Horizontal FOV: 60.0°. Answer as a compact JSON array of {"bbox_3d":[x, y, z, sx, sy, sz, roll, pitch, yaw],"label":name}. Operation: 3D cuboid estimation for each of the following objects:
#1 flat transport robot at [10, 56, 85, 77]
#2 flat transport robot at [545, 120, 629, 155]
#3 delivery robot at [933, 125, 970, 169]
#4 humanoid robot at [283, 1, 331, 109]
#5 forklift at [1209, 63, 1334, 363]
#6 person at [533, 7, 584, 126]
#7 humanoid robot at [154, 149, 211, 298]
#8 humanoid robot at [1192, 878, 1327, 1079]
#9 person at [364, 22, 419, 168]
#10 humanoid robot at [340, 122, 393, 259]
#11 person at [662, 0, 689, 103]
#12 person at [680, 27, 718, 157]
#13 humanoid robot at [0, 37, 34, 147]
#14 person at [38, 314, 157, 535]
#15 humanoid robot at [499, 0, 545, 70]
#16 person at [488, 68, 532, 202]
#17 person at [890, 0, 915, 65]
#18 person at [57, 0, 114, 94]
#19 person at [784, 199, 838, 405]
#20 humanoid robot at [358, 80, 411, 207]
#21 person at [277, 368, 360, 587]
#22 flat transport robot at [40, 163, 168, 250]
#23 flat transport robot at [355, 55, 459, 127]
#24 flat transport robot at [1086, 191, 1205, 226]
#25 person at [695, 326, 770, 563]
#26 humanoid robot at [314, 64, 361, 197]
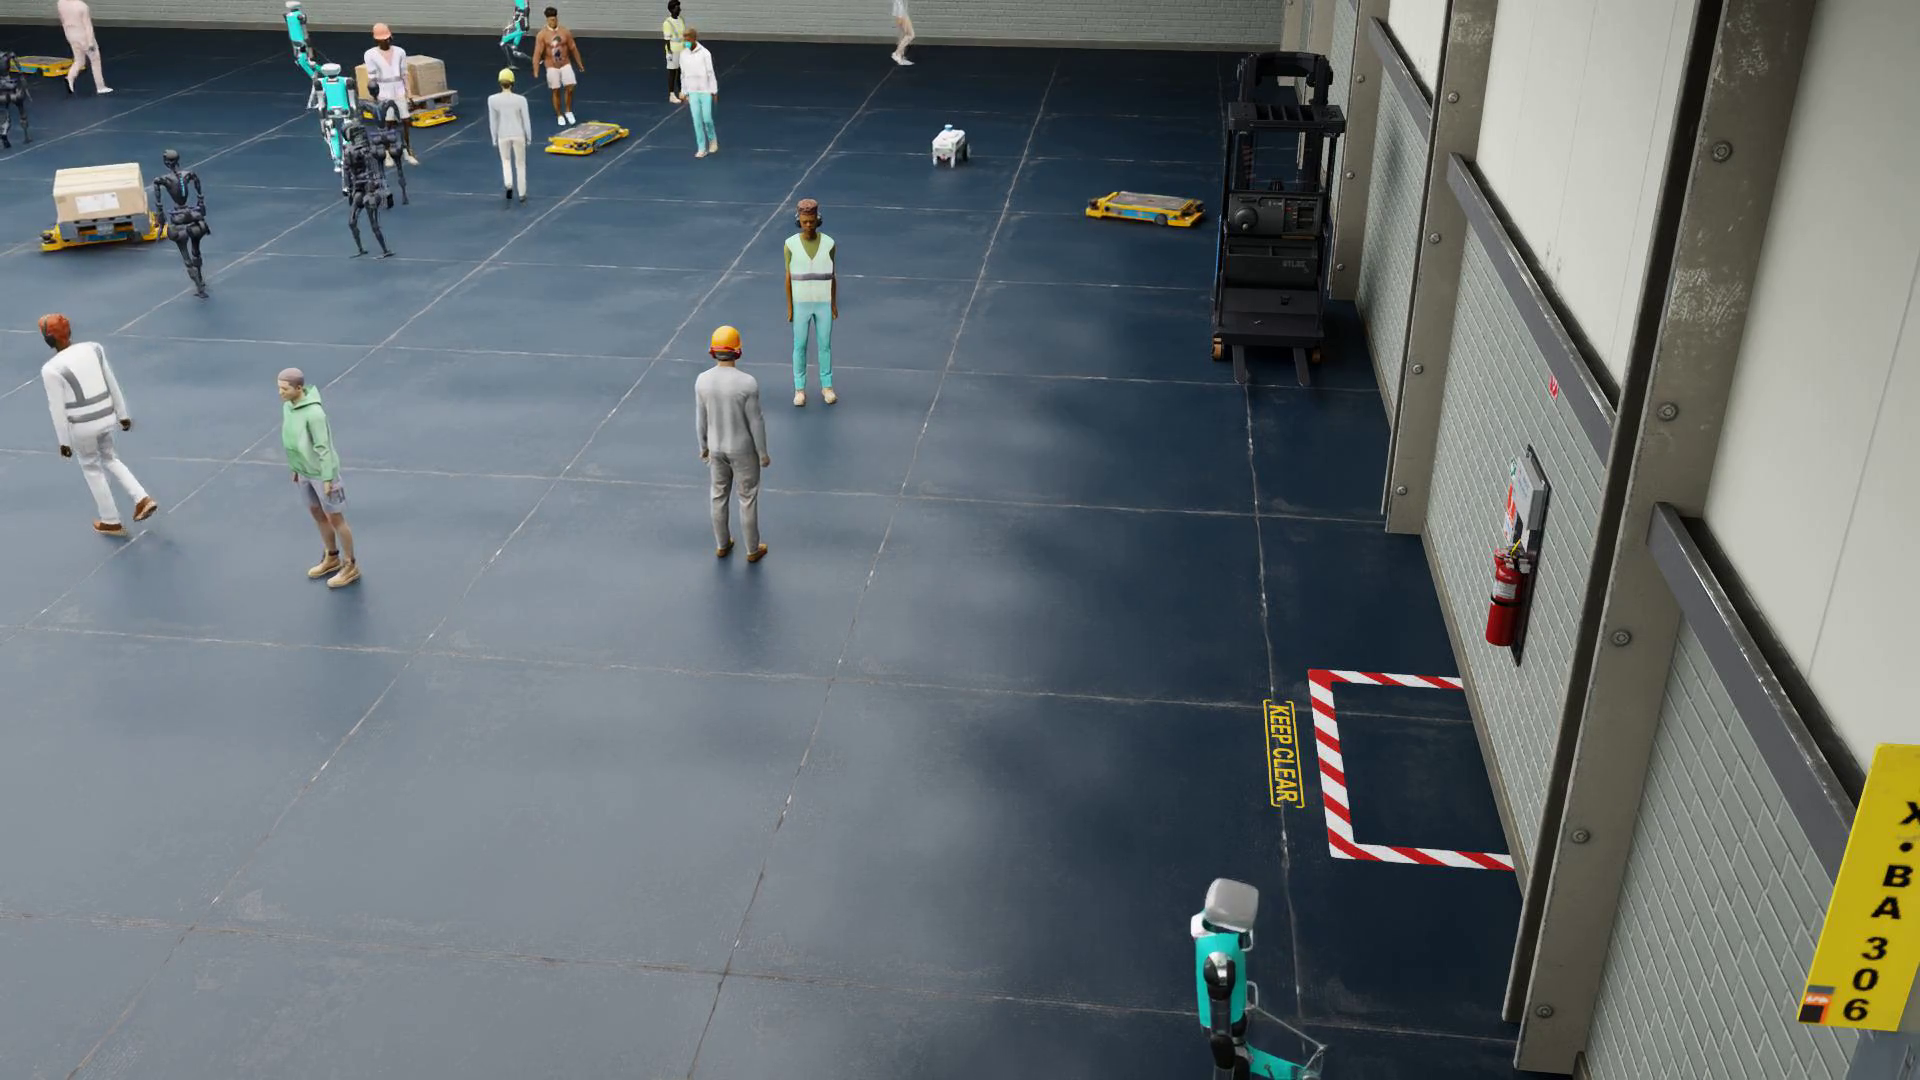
[{"bbox_3d":[-16.856,-8.674,30.454,1.431,0.231,0.659,9,28,18],"label":"flat transport robot"},{"bbox_3d":[-5.691,-6.138,25.393,0.659,0.231,1.431,8,28,16],"label":"flat transport robot"},{"bbox_3d":[-0.161,-5.769,24.331,0.499,0.590,0.793,6,27,12],"label":"delivery robot"},{"bbox_3d":[-10.674,-7.978,27.468,0.542,1.837,0.667,19,32,33],"label":"humanoid robot"},{"bbox_3d":[3.241,-3.477,17.183,1.129,2.768,1.873,3,27,6],"label":"forklift"},{"bbox_3d":[-6.364,-7.498,26.344,0.819,1.838,0.527,-11,29,-20],"label":"person"},{"bbox_3d":[-8.784,-3.581,18.730,0.622,1.642,0.600,21,33,35],"label":"humanoid robot"},{"bbox_3d":[1.276,2.205,7.101,1.003,1.736,0.545,3,27,6],"label":"humanoid robot"},{"bbox_3d":[-8.184,-6.409,23.961,0.615,2.041,0.386,-21,33,-35],"label":"person"},{"bbox_3d":[-7.162,-4.151,19.871,0.589,1.642,0.586,20,33,34],"label":"humanoid robot"},{"bbox_3d":[-4.764,-8.219,27.960,0.322,1.688,0.528,13,29,24],"label":"person"},{"bbox_3d":[-3.833,-6.582,24.472,0.558,1.891,0.418,6,27,11],"label":"person"},{"bbox_3d":[-14.412,-6.788,25.124,0.602,1.637,0.597,-1,27,-3],"label":"humanoid robot"},{"bbox_3d":[-6.844,-0.900,13.148,0.488,1.866,0.603,9,28,17],"label":"person"},{"bbox_3d":[-8.057,-9.323,30.103,1.019,1.726,0.541,-17,31,-31],"label":"humanoid robot"},{"bbox_3d":[-6.002,-5.415,22.283,0.545,1.755,0.377,-3,27,-6],"label":"person"},{"bbox_3d":[-1.053,-9.731,30.792,0.470,1.864,0.506,-2,27,-5],"label":"person"},{"bbox_3d":[-15.047,-8.546,28.405,0.662,1.878,0.747,8,28,16],"label":"person"},{"bbox_3d":[-1.403,-2.252,15.728,0.488,1.977,0.392,-6,27,-12],"label":"person"},{"bbox_3d":[-7.603,-5.245,22.039,0.590,1.637,0.473,-9,28,-17],"label":"humanoid robot"},{"bbox_3d":[-4.827,-0.484,12.471,0.464,1.731,0.333,18,31,31],"label":"person"},{"bbox_3d":[-10.733,-3.886,20.896,1.431,0.231,0.659,-12,29,-22],"label":"flat transport robot"},{"bbox_3d":[-8.920,-6.900,26.913,1.431,0.231,0.659,16,31,28],"label":"flat transport robot"},{"bbox_3d":[2.437,-4.346,21.814,1.431,0.231,0.659,12,29,22],"label":"flat transport robot"},{"bbox_3d":[-1.746,-0.728,12.788,0.569,1.889,0.389,7,28,14],"label":"person"},{"bbox_3d":[-8.408,-5.475,22.480,0.529,1.768,1.034,-4,27,-8],"label":"humanoid robot"}]
